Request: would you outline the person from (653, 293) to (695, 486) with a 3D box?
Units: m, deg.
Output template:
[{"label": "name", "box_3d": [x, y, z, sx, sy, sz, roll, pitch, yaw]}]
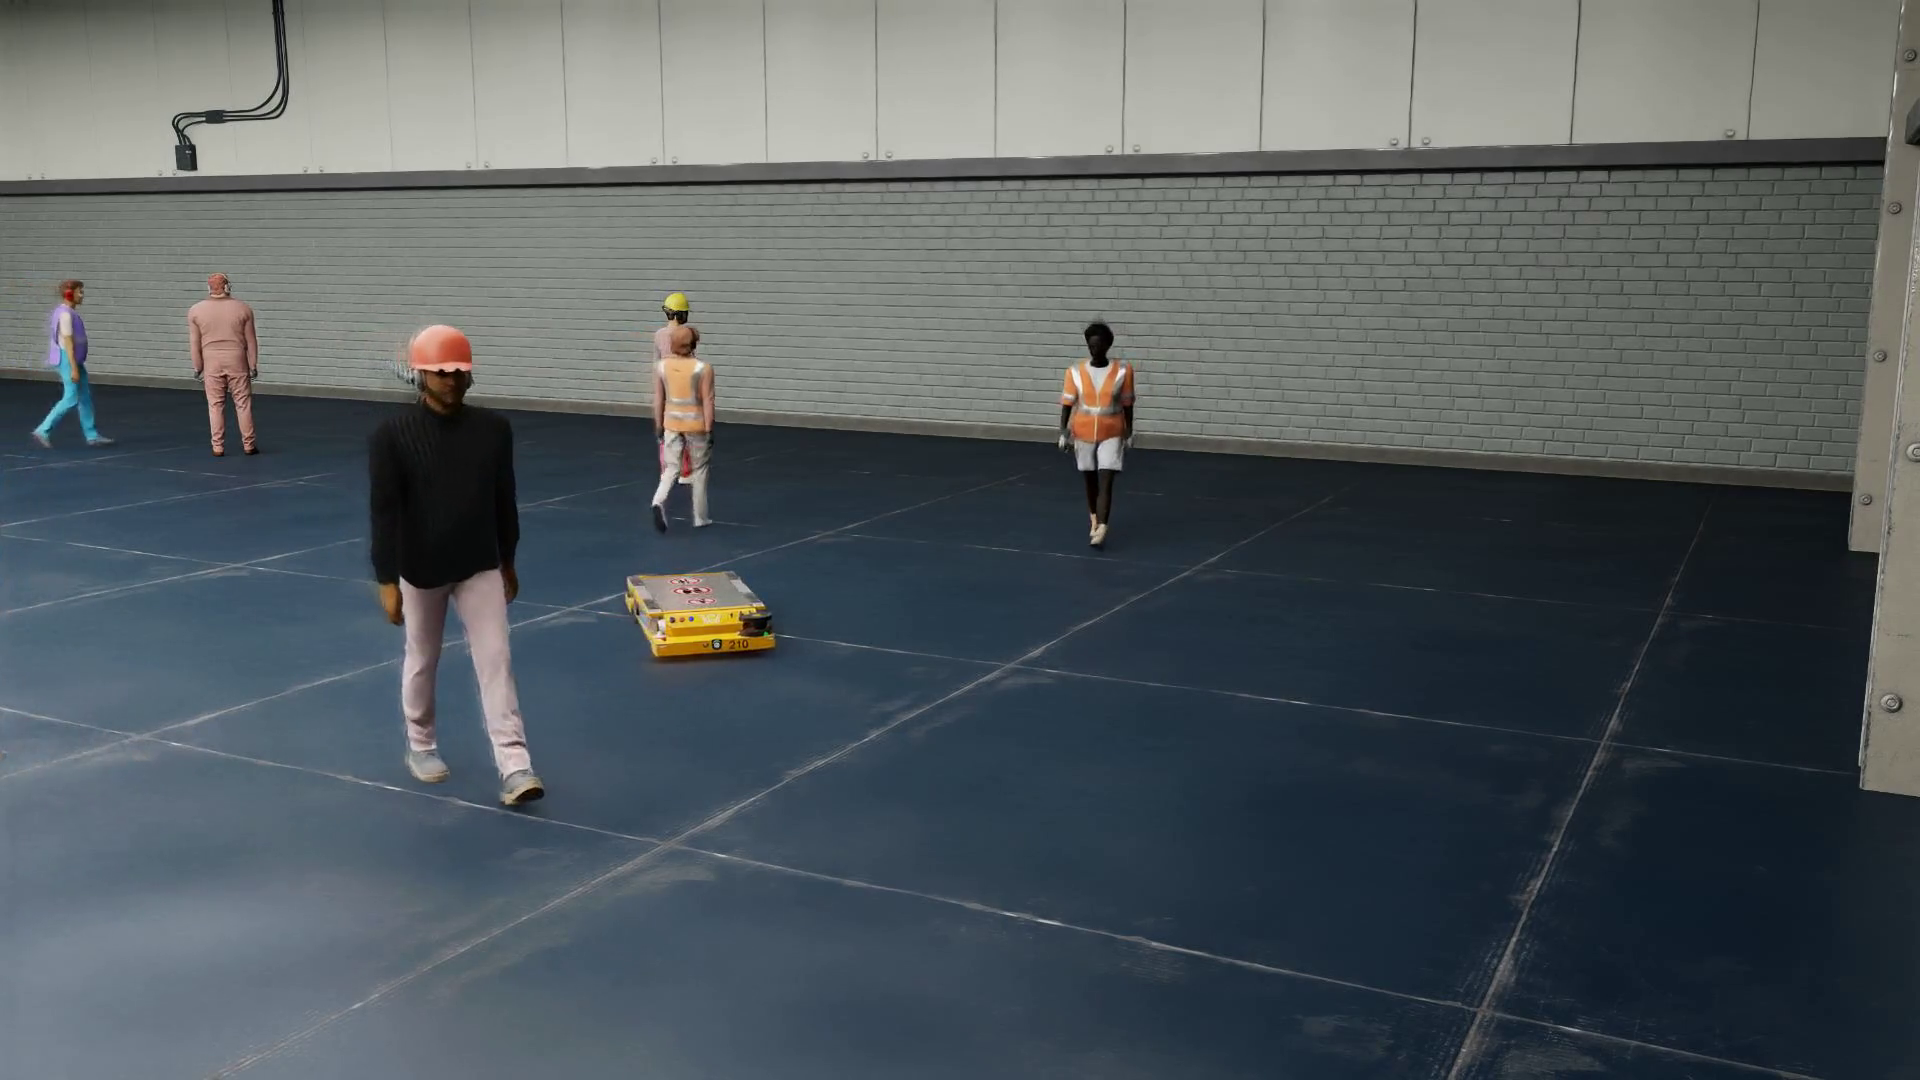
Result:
[{"label": "person", "box_3d": [-2.598, -1.385, 15.347, 0.533, 1.768, 0.311, 9, 14, 40]}]

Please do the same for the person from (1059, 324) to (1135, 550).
[{"label": "person", "box_3d": [1.010, -0.776, 12.339, 0.547, 1.643, 0.886, 2, 11, 13]}]

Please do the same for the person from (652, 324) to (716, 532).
[{"label": "person", "box_3d": [-2.153, -0.858, 12.881, 0.521, 1.620, 0.677, 3, 11, 16]}]

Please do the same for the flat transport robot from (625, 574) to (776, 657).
[{"label": "flat transport robot", "box_3d": [-1.538, 0.403, 9.677, 0.652, 0.197, 1.431, -3, 11, -18]}]

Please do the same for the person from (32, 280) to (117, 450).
[{"label": "person", "box_3d": [-9.643, -1.892, 17.993, 0.671, 1.849, 0.574, -4, 11, -22]}]

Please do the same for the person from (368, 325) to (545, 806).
[{"label": "person", "box_3d": [-2.057, 0.106, 6.743, 0.651, 1.933, 1.040, -7, 13, -34]}]

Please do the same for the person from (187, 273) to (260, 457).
[{"label": "person", "box_3d": [-7.660, -1.818, 17.340, 0.642, 1.902, 0.399, -4, 11, -21]}]
